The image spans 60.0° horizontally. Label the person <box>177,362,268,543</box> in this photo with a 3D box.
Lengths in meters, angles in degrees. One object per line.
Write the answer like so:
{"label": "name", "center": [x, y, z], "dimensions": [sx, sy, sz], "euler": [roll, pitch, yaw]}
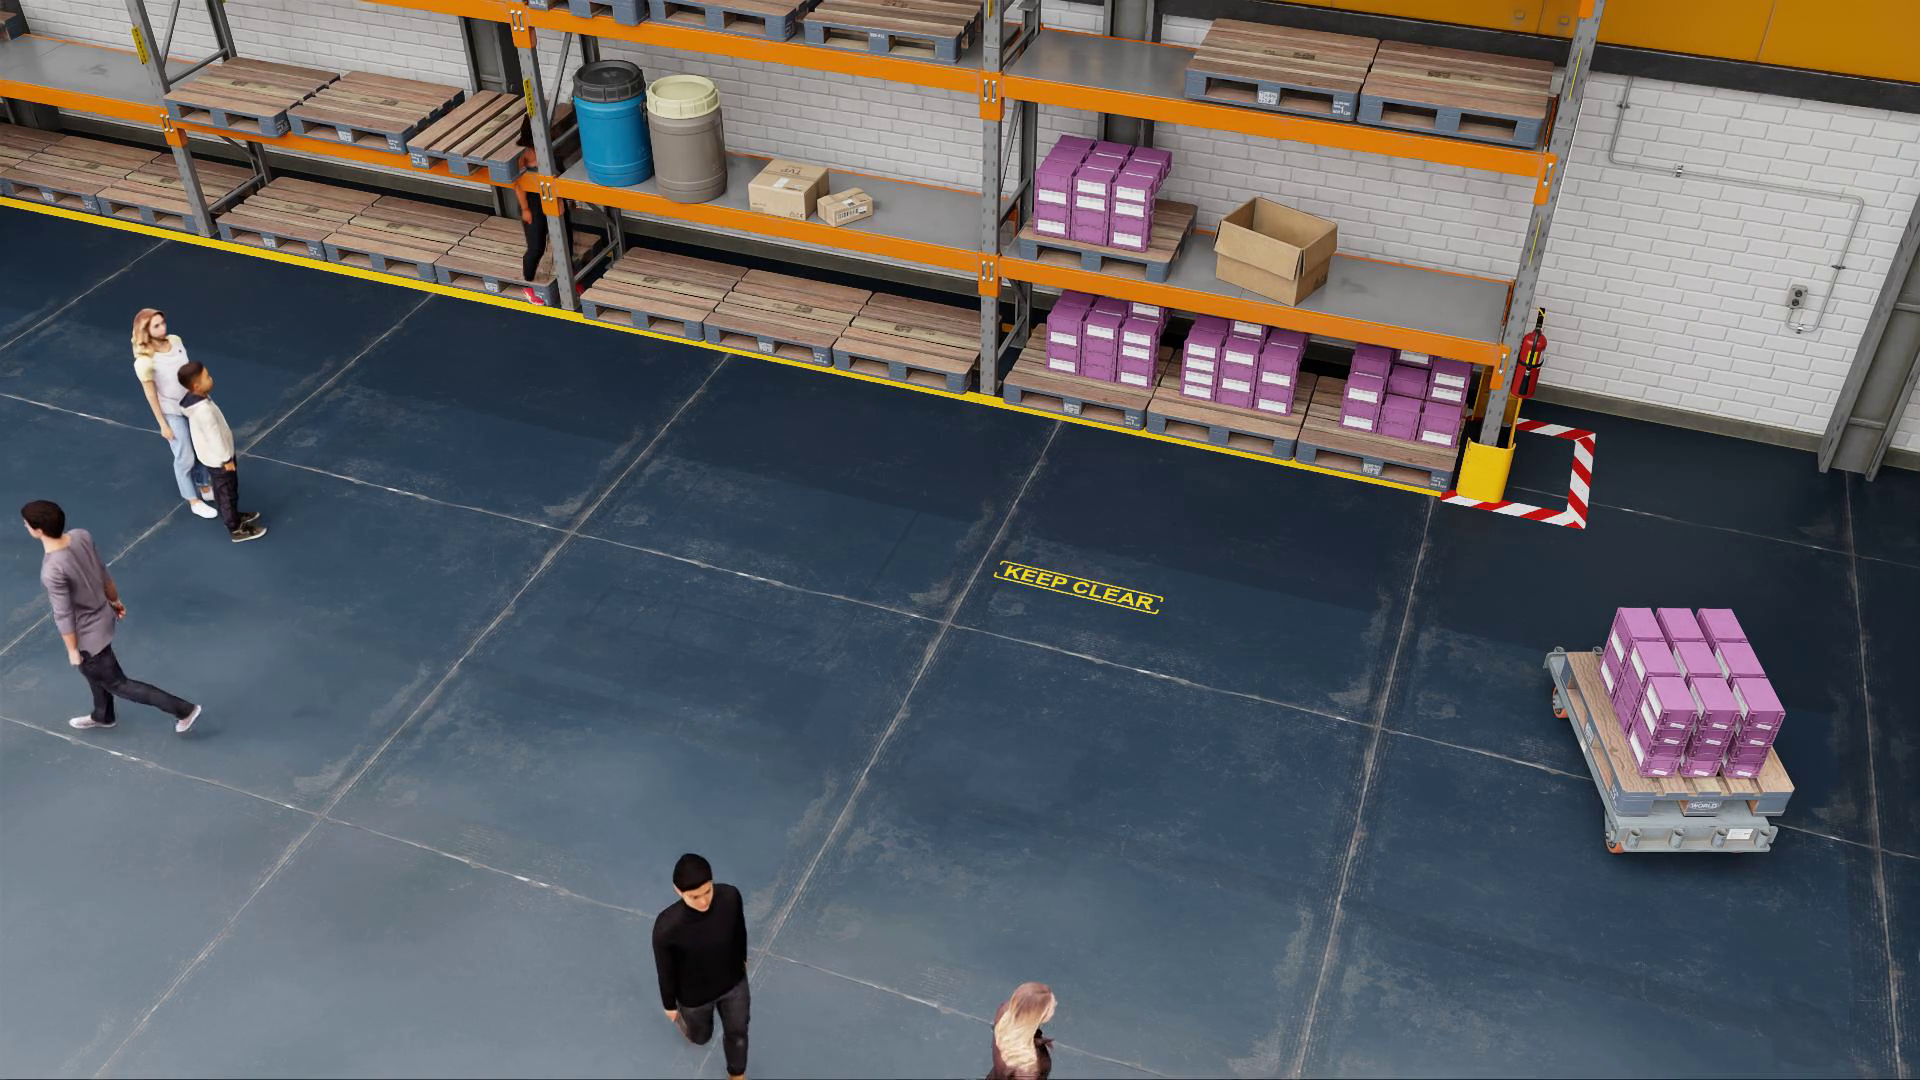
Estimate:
{"label": "person", "center": [-5.393, -0.639, 12.019], "dimensions": [0.720, 1.452, 0.632], "euler": [-22, 43, -25]}

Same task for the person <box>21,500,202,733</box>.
{"label": "person", "center": [-5.280, 0.537, 10.251], "dimensions": [1.241, 1.821, 0.989], "euler": [-3, 39, -3]}

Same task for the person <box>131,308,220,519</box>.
{"label": "person", "center": [-5.718, -0.944, 12.184], "dimensions": [0.574, 1.723, 0.654], "euler": [8, 39, 10]}

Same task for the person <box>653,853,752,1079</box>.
{"label": "person", "center": [-1.284, 2.143, 8.334], "dimensions": [0.975, 1.703, 1.079], "euler": [-22, 44, -26]}

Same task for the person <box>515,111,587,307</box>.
{"label": "person", "center": [-3.683, -2.978, 14.670], "dimensions": [0.782, 1.798, 0.816], "euler": [23, 44, 26]}

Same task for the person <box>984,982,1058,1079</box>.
{"label": "person", "center": [0.150, 2.662, 7.723], "dimensions": [1.183, 1.654, 1.048], "euler": [-11, 40, -14]}
